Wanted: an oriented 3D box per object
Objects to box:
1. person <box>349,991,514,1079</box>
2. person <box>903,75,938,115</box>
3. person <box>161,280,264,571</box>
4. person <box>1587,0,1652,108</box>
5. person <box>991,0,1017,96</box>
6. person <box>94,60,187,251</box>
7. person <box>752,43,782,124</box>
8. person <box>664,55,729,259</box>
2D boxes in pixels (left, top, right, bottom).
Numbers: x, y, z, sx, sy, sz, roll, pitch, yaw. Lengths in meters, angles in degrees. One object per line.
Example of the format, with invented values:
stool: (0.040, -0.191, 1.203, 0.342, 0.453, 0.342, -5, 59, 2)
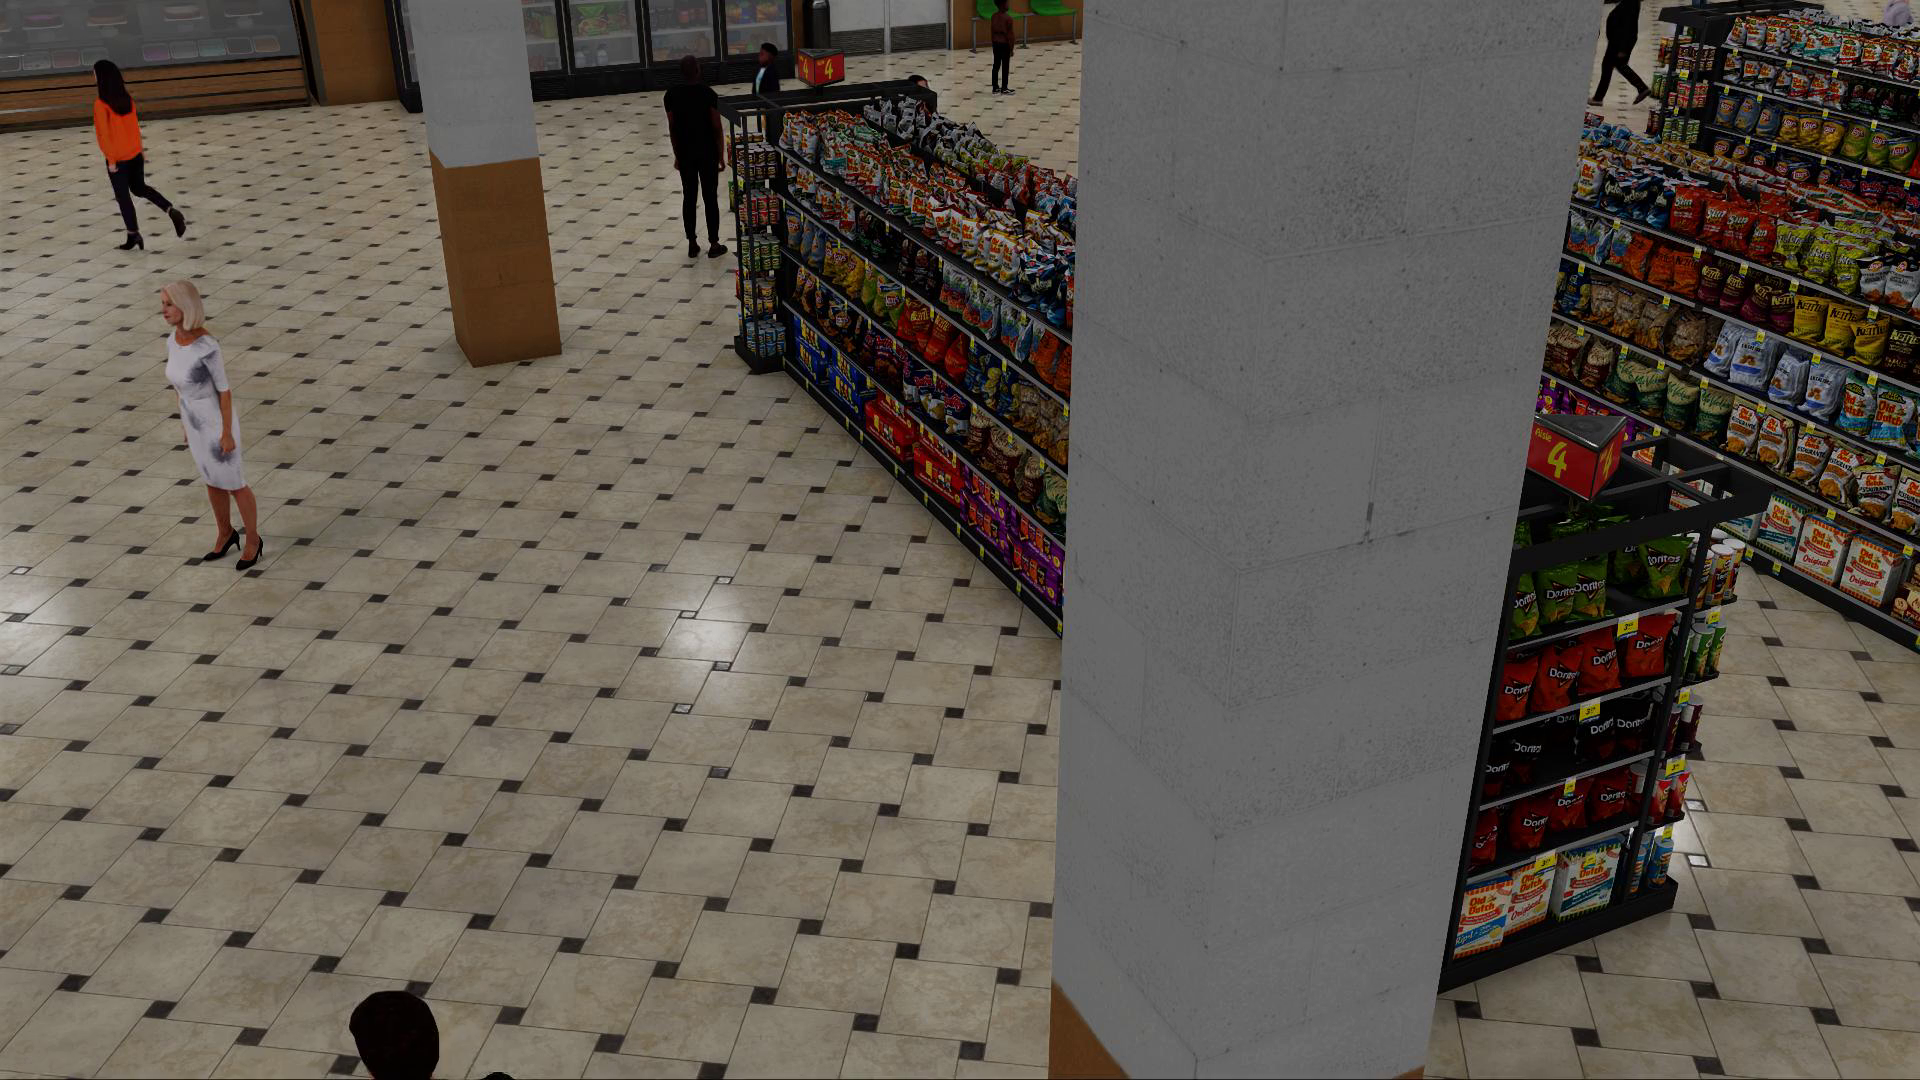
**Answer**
person: (-1.163, 1.998, 4.265, 0.928, 1.840, 1.340, -22, 34, -36)
person: (-0.385, -3.185, 14.577, 0.743, 1.757, 0.750, 22, 34, 36)
person: (-4.333, -0.664, 9.613, 0.620, 1.750, 0.706, 14, 30, 26)
person: (8.290, -6.162, 20.628, 1.131, 1.592, 1.033, 11, 29, 21)
person: (0.537, -6.403, 21.479, 0.513, 1.254, 0.643, 23, 35, 37)
person: (-7.564, -3.495, 15.213, 0.979, 1.734, 0.970, 5, 27, 9)
person: (-2.098, -4.857, 18.411, 0.594, 1.272, 0.488, -16, 31, -28)
person: (-2.382, -3.471, 15.073, 0.752, 1.819, 0.762, 4, 27, 8)
